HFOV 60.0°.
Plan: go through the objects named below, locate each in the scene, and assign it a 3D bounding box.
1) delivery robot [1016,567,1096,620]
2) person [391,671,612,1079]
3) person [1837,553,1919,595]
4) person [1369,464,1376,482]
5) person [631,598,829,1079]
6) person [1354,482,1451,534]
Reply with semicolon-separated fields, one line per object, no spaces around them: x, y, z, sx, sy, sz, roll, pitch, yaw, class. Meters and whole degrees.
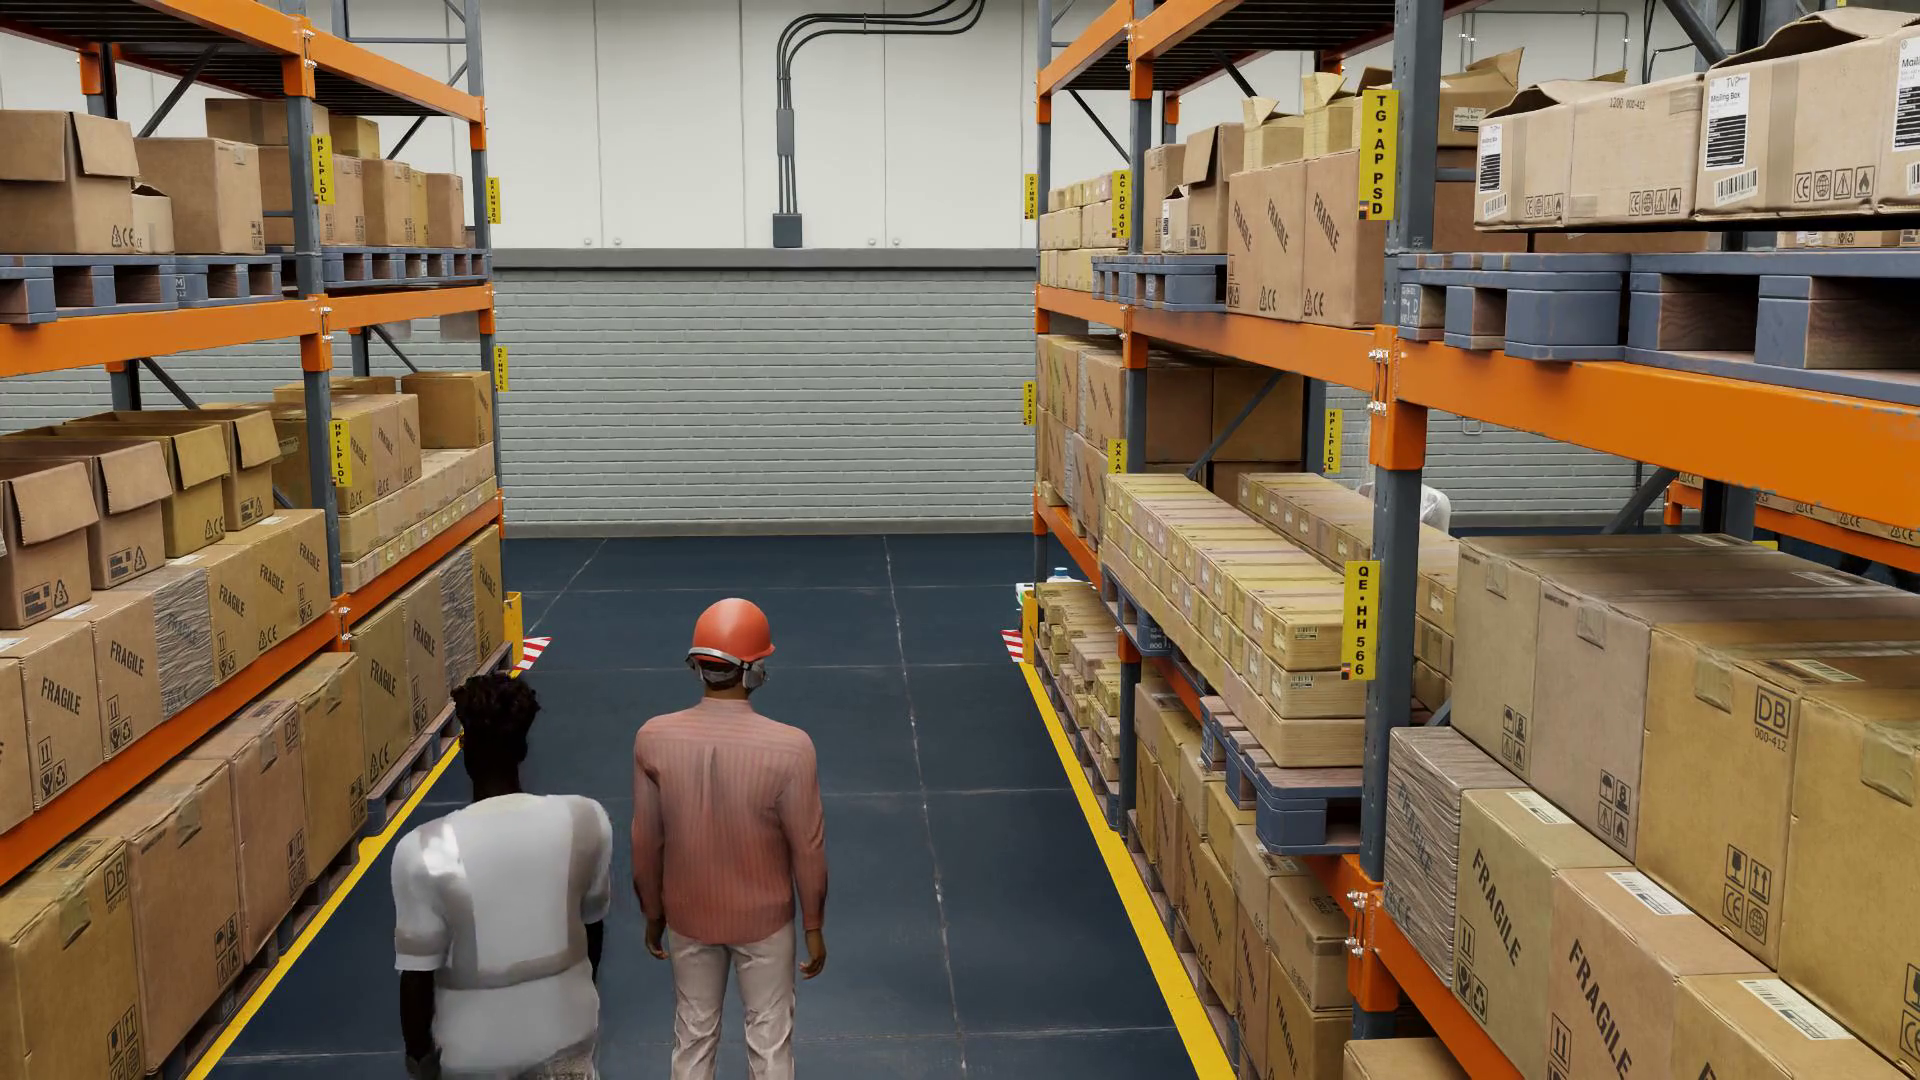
0.803;0.464;13.305;0.707;0.478;0.477;0;10;-3;delivery robot
-1.226;1.313;4.499;0.606;1.945;0.582;-6;11;-30;person
7.281;-0.171;12.954;0.688;2.000;1.010;-4;10;-21;person
3.810;-0.414;14.741;0.457;1.926;0.629;3;10;15;person
-0.708;1.165;5.221;0.626;1.992;0.387;2;10;13;person
2.603;0.334;9.996;0.605;2.036;0.393;5;11;26;person
